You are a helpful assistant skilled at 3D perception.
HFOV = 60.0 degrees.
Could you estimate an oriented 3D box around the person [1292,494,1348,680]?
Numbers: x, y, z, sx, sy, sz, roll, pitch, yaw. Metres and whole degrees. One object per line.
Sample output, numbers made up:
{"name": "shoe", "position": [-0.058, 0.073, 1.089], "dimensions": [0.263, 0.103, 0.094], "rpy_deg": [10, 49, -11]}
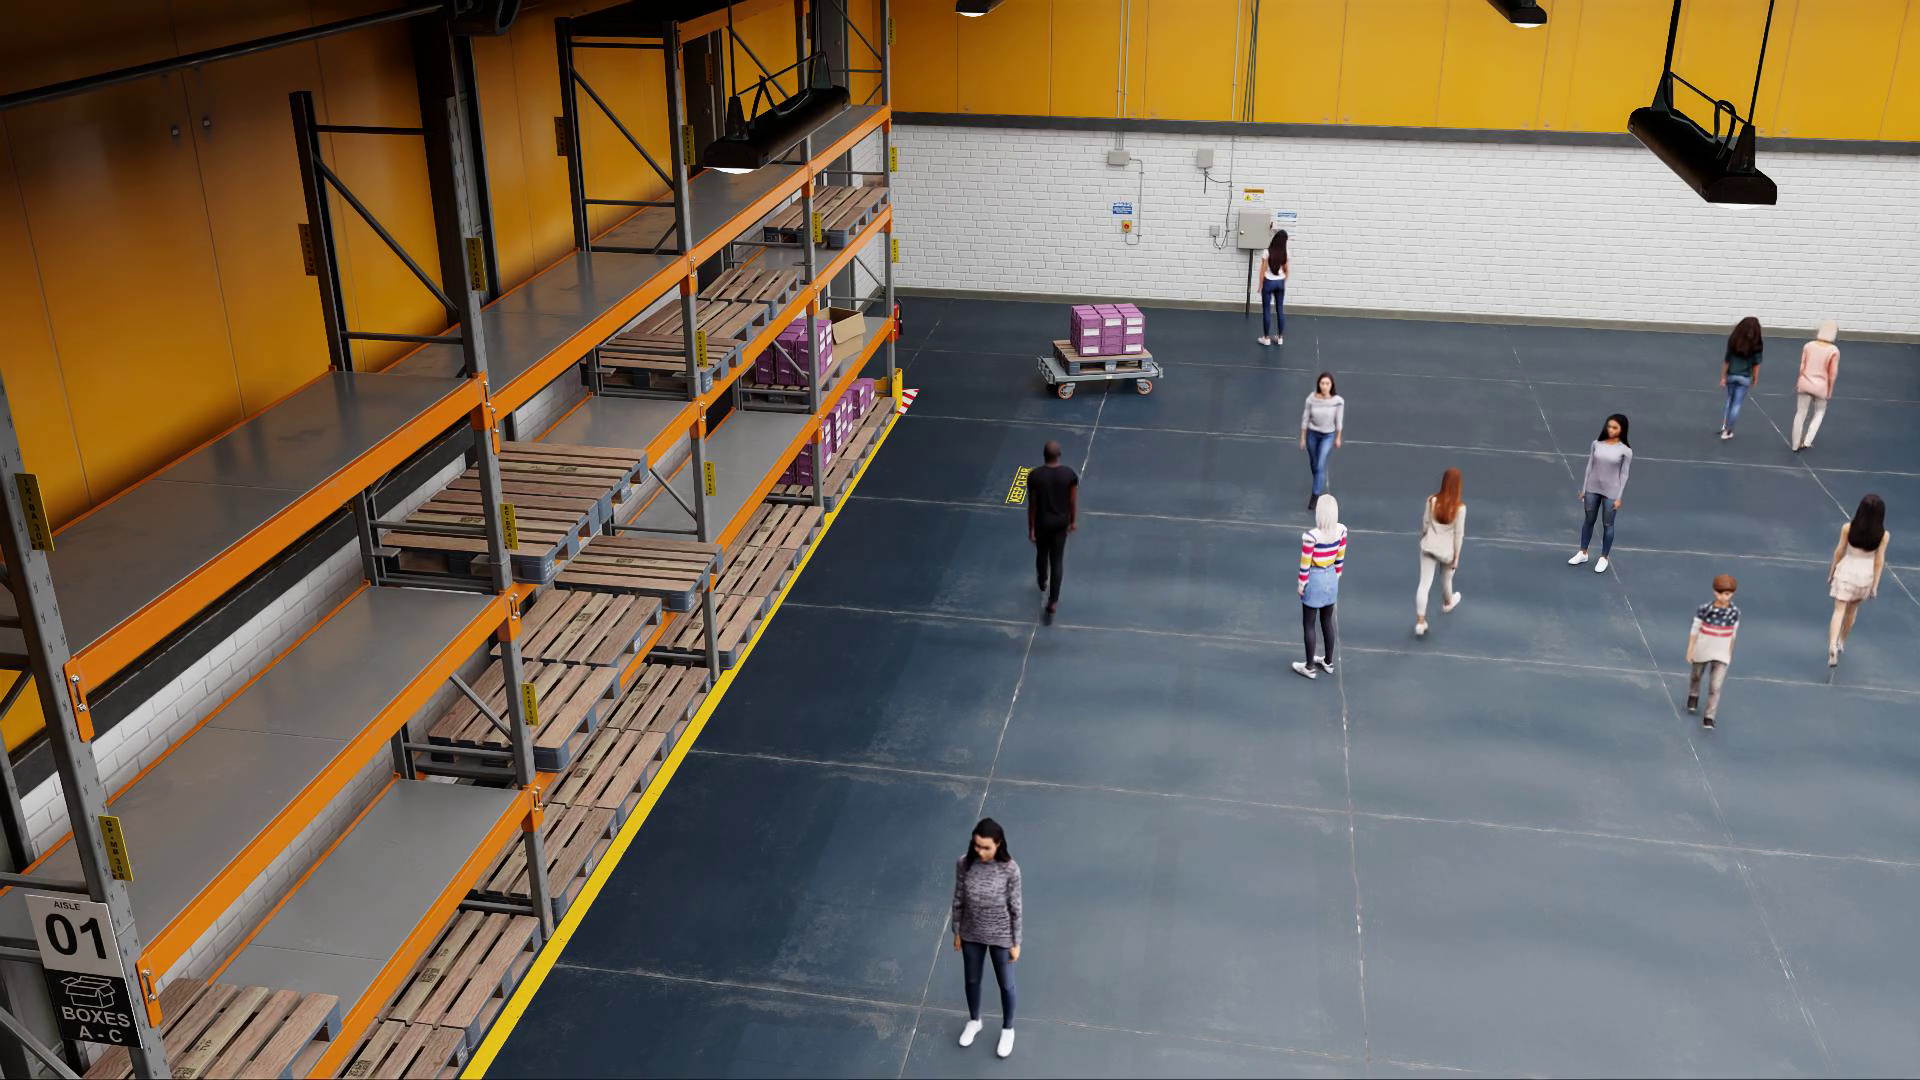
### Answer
{"name": "person", "position": [3.377, 0.419, 15.558], "dimensions": [0.713, 1.806, 0.728], "rpy_deg": [-11, 26, -24]}

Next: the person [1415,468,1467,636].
{"name": "person", "position": [4.675, 0.148, 16.349], "dimensions": [0.925, 1.669, 1.193], "rpy_deg": [15, 28, 30]}

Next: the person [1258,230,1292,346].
{"name": "person", "position": [4.787, -3.853, 25.377], "dimensions": [0.667, 1.769, 0.637], "rpy_deg": [-7, 24, -15]}

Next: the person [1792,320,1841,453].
{"name": "person", "position": [10.765, -1.921, 21.031], "dimensions": [0.726, 1.709, 0.749], "rpy_deg": [18, 29, 35]}

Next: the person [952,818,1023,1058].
{"name": "person", "position": [0.190, 2.541, 10.797], "dimensions": [0.642, 1.731, 0.569], "rpy_deg": [7, 25, 16]}

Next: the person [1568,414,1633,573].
{"name": "person", "position": [6.898, -0.525, 17.801], "dimensions": [0.690, 1.738, 0.711], "rpy_deg": [21, 31, 40]}

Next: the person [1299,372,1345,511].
{"name": "person", "position": [4.235, -1.208, 19.545], "dimensions": [0.760, 1.594, 1.120], "rpy_deg": [8, 25, 19]}

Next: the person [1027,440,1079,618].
{"name": "person", "position": [0.934, -0.081, 16.752], "dimensions": [0.866, 1.765, 1.281], "rpy_deg": [-1, 24, -2]}

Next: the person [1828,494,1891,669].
{"name": "person", "position": [8.399, 0.431, 15.648], "dimensions": [0.808, 1.712, 1.076], "rpy_deg": [13, 27, 27]}

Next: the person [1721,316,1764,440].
{"name": "person", "position": [10.063, -2.078, 21.529], "dimensions": [0.773, 1.598, 0.853], "rpy_deg": [21, 31, 39]}

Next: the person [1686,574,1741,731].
{"name": "person", "position": [6.702, 0.948, 14.853], "dimensions": [0.637, 1.400, 0.988], "rpy_deg": [8, 25, 18]}
